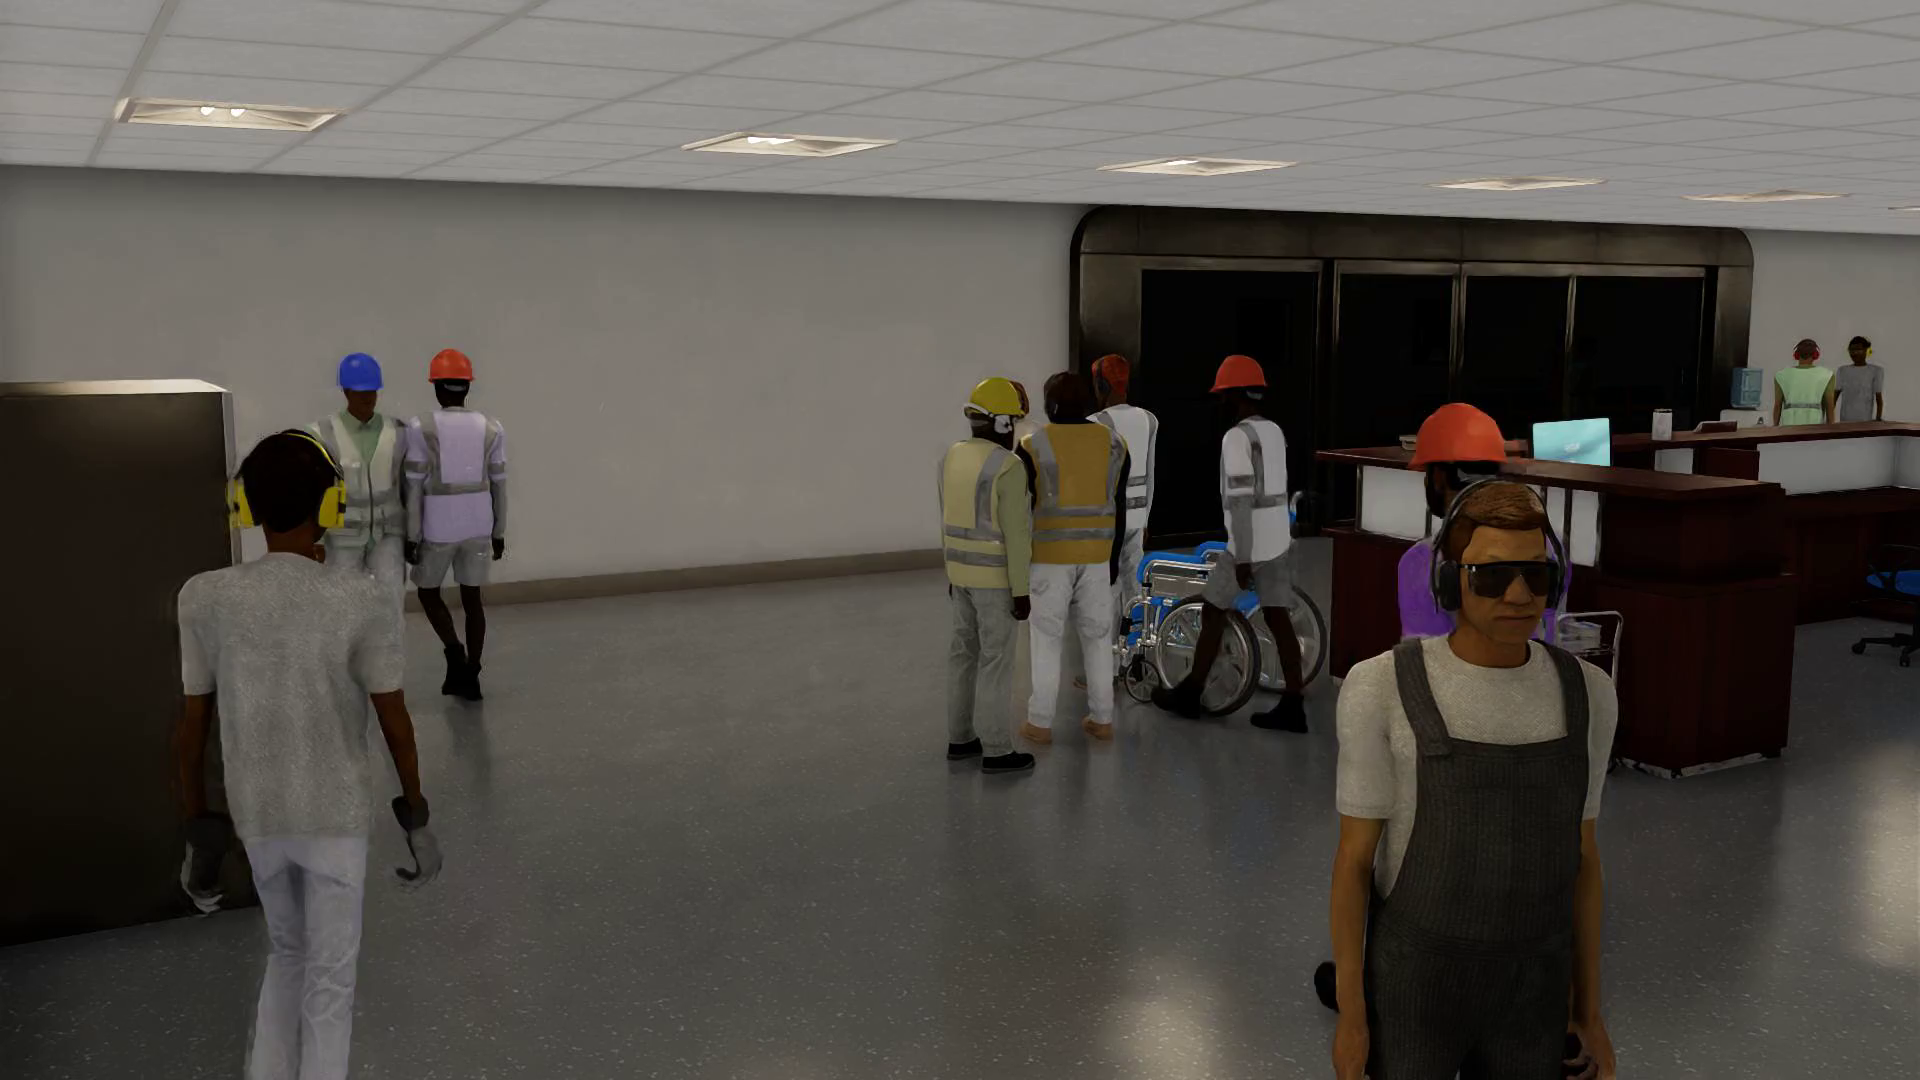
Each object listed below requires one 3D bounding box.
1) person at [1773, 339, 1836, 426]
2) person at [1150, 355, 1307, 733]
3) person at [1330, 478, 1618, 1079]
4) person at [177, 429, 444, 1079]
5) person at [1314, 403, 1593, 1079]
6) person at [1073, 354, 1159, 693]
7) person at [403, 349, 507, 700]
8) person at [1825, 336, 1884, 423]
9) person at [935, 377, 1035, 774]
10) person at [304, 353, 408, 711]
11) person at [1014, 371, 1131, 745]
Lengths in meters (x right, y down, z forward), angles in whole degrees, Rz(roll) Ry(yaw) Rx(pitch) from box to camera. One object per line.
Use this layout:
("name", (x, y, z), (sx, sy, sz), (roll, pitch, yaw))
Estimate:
("person", (8.535, -1.112, 16.857), (0.564, 1.838, 0.388), (5, 9, 30))
("person", (1.382, 0.013, 8.484), (0.922, 1.894, 0.573), (6, 10, 39))
("person", (0.895, 0.810, 2.909), (0.504, 1.847, 0.344), (-1, 8, -7))
("person", (-1.503, 0.670, 3.892), (0.537, 1.850, 0.484), (1, 8, 5))
("person", (1.416, 0.568, 4.597), (0.532, 1.882, 1.035), (-3, 8, -21))
("person", (0.860, -0.092, 9.296), (0.572, 1.887, 0.356), (-8, 11, -44))
("person", (-2.741, -0.074, 9.036), (0.576, 1.919, 0.426), (-6, 10, -36))
("person", (9.588, -1.264, 17.910), (0.566, 1.859, 0.557), (-5, 9, -32))
("person", (0.138, 0.161, 7.704), (0.403, 1.823, 0.595), (-6, 10, -35))
("person", (-3.214, -0.049, 8.880), (0.619, 1.919, 0.795), (-6, 10, -35))
("person", (0.526, 0.088, 8.219), (0.625, 1.835, 0.431), (-3, 8, -20))
